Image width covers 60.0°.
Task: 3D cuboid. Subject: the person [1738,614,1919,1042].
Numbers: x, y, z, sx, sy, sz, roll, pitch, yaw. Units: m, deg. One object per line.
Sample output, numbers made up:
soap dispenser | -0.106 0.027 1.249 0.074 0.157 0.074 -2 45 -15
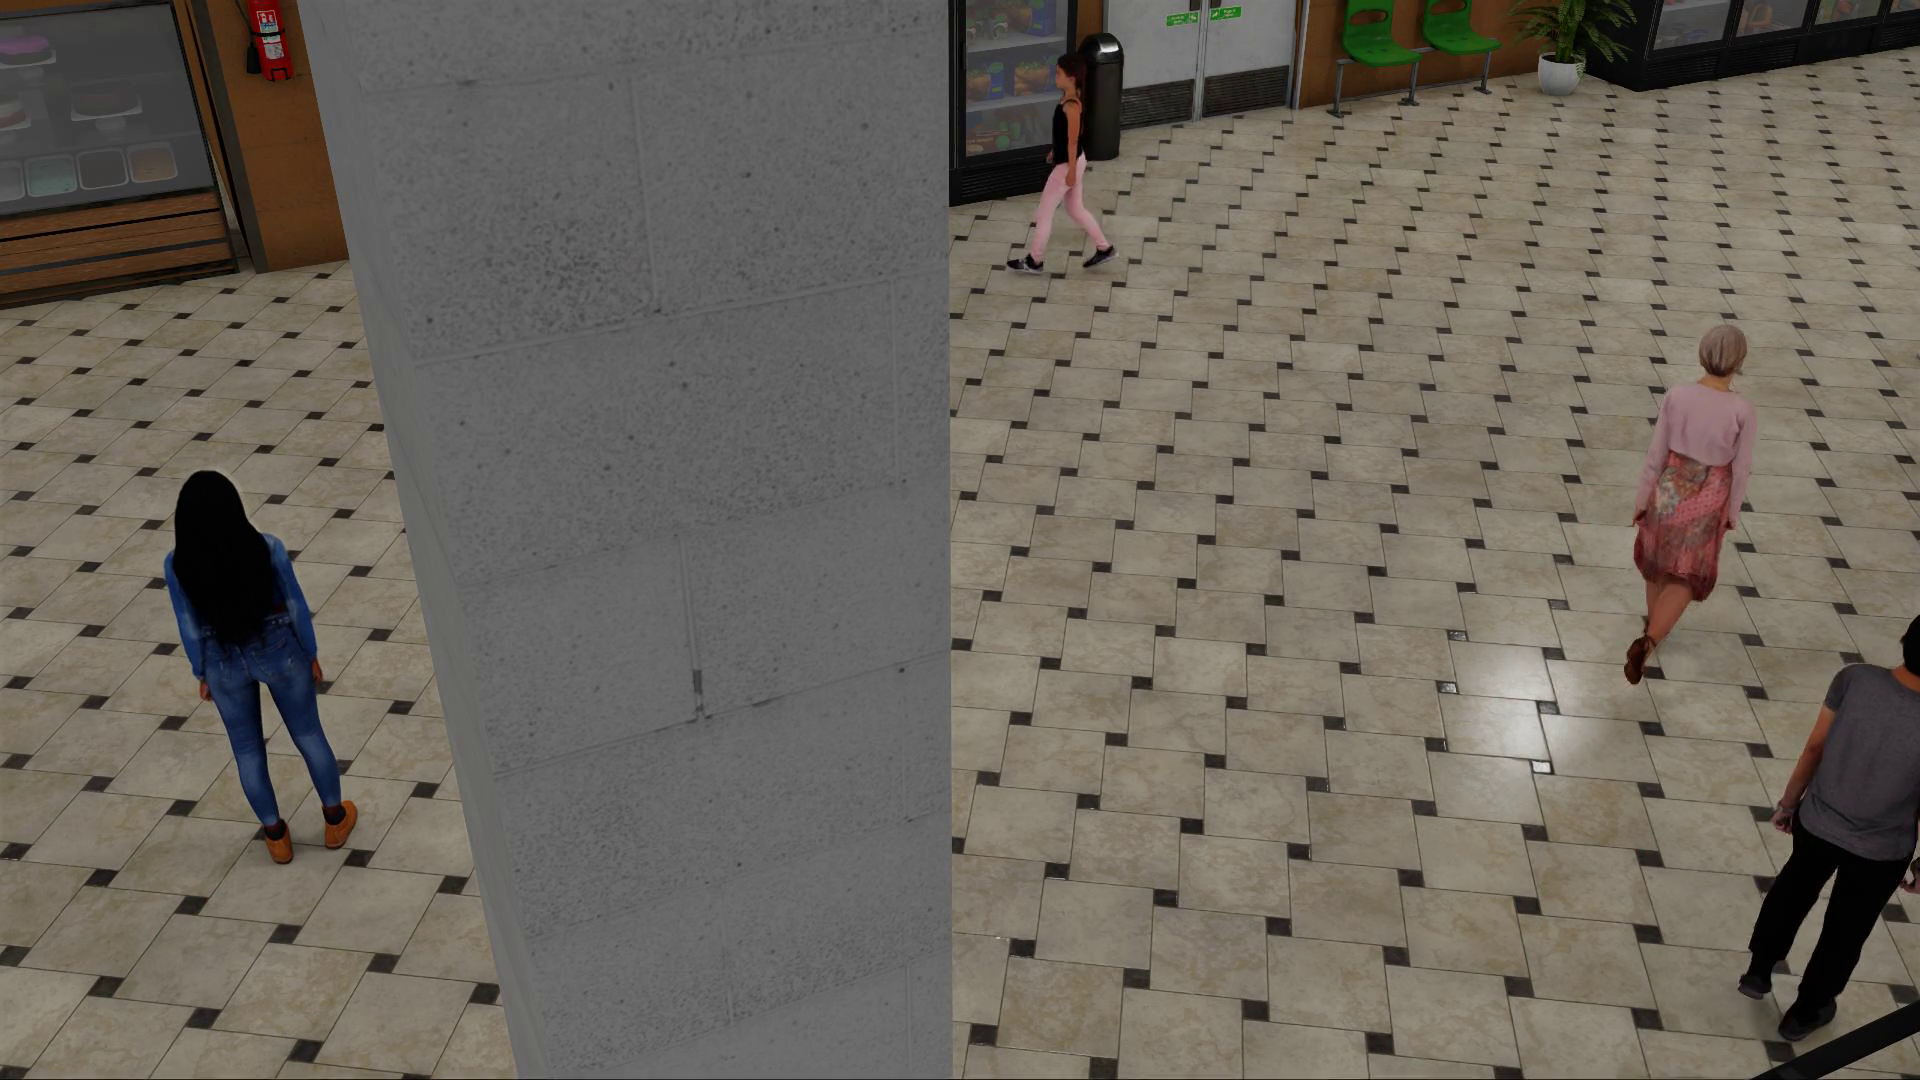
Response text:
person | 2.900 0.989 5.476 0.775 1.742 0.668 -23 38 -32

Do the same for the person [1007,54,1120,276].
person | 0.793 -2.542 11.342 0.955 1.539 0.970 6 32 10

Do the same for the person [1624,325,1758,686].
person | 3.190 -0.116 7.322 0.999 1.668 0.902 22 38 31

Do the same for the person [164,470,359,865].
person | -2.659 0.495 6.298 0.626 1.712 0.554 -9 33 -15
